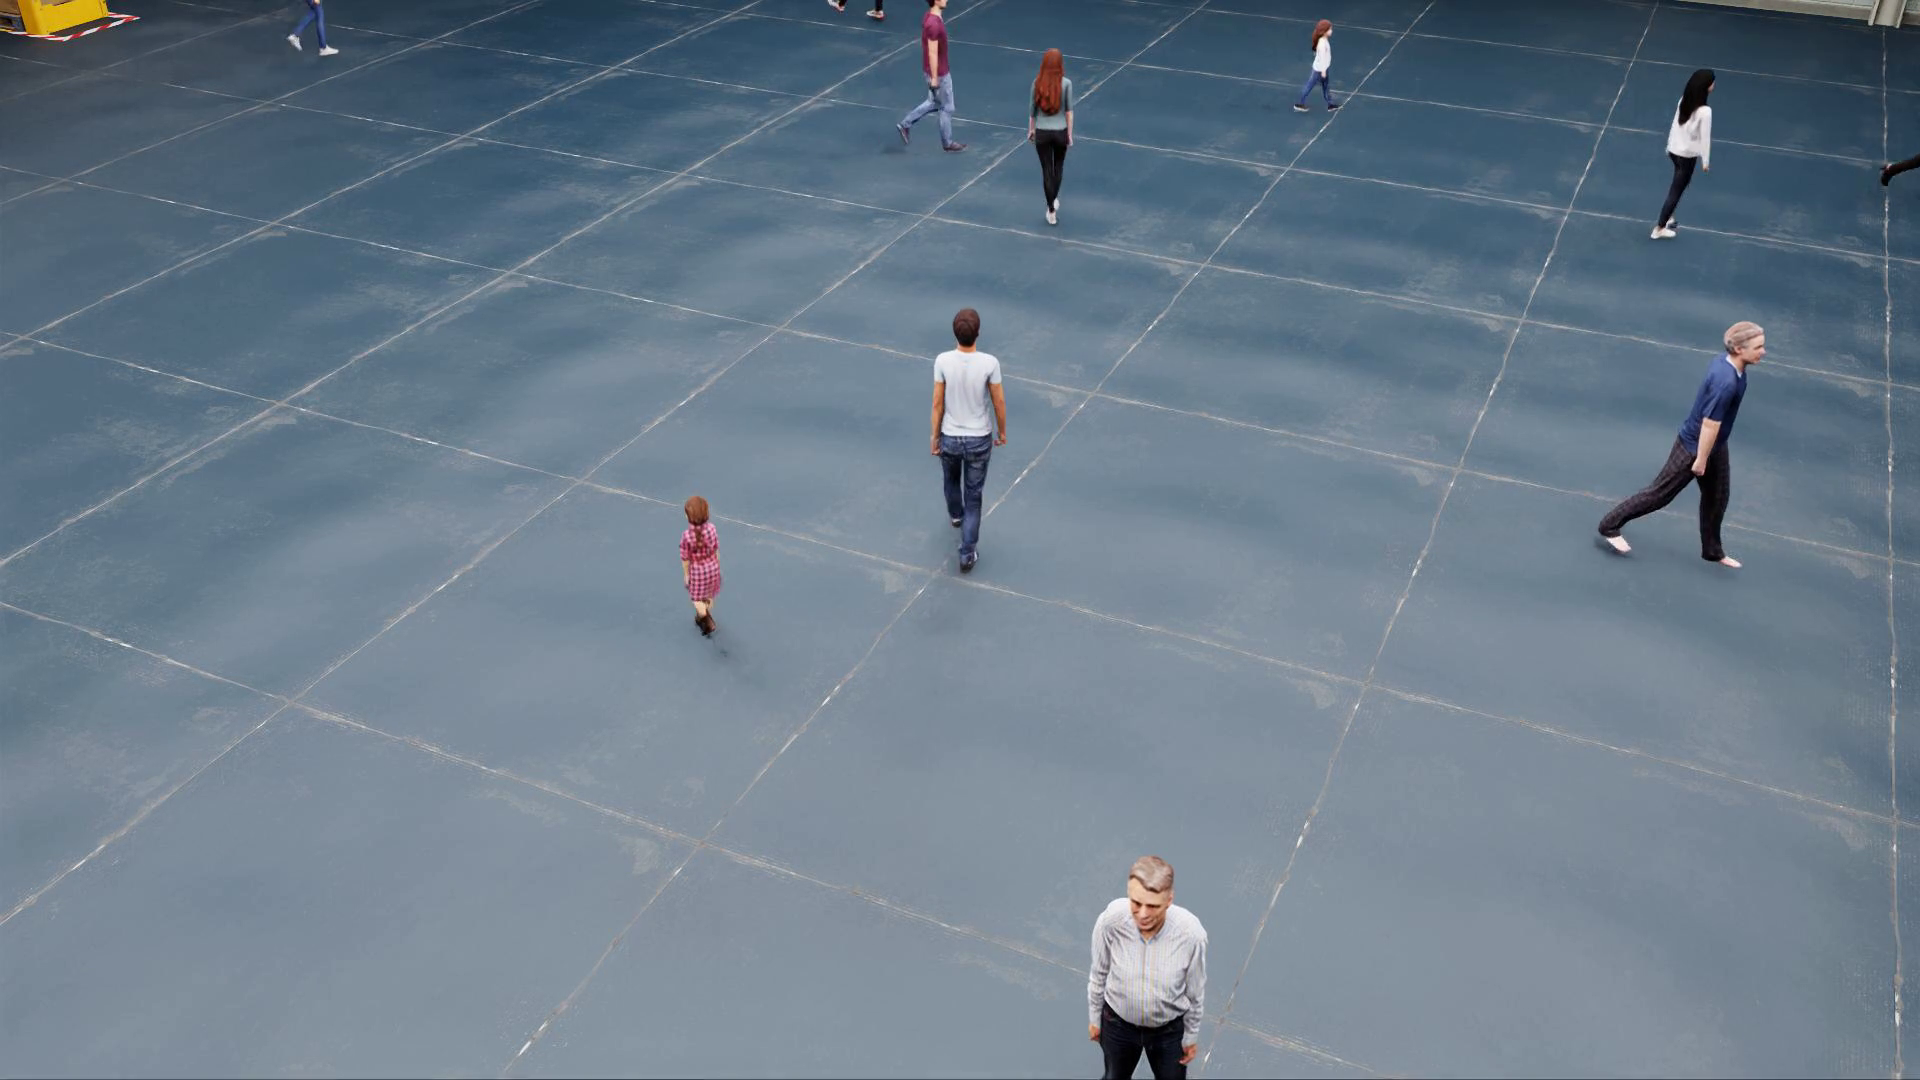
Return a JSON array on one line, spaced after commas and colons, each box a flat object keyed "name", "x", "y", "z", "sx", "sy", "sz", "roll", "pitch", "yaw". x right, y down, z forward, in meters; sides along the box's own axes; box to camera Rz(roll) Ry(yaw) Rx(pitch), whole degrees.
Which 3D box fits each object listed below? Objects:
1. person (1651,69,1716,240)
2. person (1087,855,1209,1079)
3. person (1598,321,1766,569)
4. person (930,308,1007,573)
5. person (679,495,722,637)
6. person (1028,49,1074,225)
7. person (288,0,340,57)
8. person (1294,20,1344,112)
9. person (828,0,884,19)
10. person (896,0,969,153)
[{"name": "person", "x": 7.005, "y": -3.756, "z": 16.262, "sx": 0.809, "sy": 1.687, "sz": 0.762, "roll": -7, "pitch": 33, "yaw": -11}, {"name": "person", "x": 0.783, "y": 2.008, "z": 7.005, "sx": 0.568, "sy": 1.816, "sz": 0.745, "roll": 8, "pitch": 33, "yaw": 12}, {"name": "person", "x": 4.893, "y": -0.642, "z": 11.208, "sx": 1.217, "sy": 1.814, "sz": 0.785, "roll": 20, "pitch": 37, "yaw": 28}, {"name": "person", "x": 0.032, "y": -0.626, "z": 11.160, "sx": 1.071, "sy": 1.837, "sz": 0.917, "roll": 4, "pitch": 32, "yaw": 6}, {"name": "person", "x": -1.643, "y": 0.185, "z": 10.645, "sx": 0.559, "sy": 1.014, "sz": 0.637, "roll": -19, "pitch": 37, "yaw": -27}, {"name": "person", "x": 0.911, "y": -3.992, "z": 16.596, "sx": 0.780, "sy": 1.729, "sz": 0.815, "roll": 0, "pitch": 32, "yaw": 0}, {"name": "person", "x": -8.550, "y": -7.153, "z": 21.603, "sx": 0.851, "sy": 1.733, "sz": 0.875, "roll": -23, "pitch": 39, "yaw": -32}, {"name": "person", "x": 4.231, "y": -5.629, "z": 19.796, "sx": 0.821, "sy": 1.084, "sz": 0.525, "roll": 9, "pitch": 33, "yaw": 14}, {"name": "person", "x": -1.278, "y": -8.124, "z": 23.152, "sx": 1.150, "sy": 1.723, "sz": 0.778, "roll": 19, "pitch": 37, "yaw": 28}, {"name": "person", "x": -0.338, "y": -5.194, "z": 18.401, "sx": 1.135, "sy": 1.837, "sz": 1.016, "roll": -5, "pitch": 33, "yaw": -9}]
